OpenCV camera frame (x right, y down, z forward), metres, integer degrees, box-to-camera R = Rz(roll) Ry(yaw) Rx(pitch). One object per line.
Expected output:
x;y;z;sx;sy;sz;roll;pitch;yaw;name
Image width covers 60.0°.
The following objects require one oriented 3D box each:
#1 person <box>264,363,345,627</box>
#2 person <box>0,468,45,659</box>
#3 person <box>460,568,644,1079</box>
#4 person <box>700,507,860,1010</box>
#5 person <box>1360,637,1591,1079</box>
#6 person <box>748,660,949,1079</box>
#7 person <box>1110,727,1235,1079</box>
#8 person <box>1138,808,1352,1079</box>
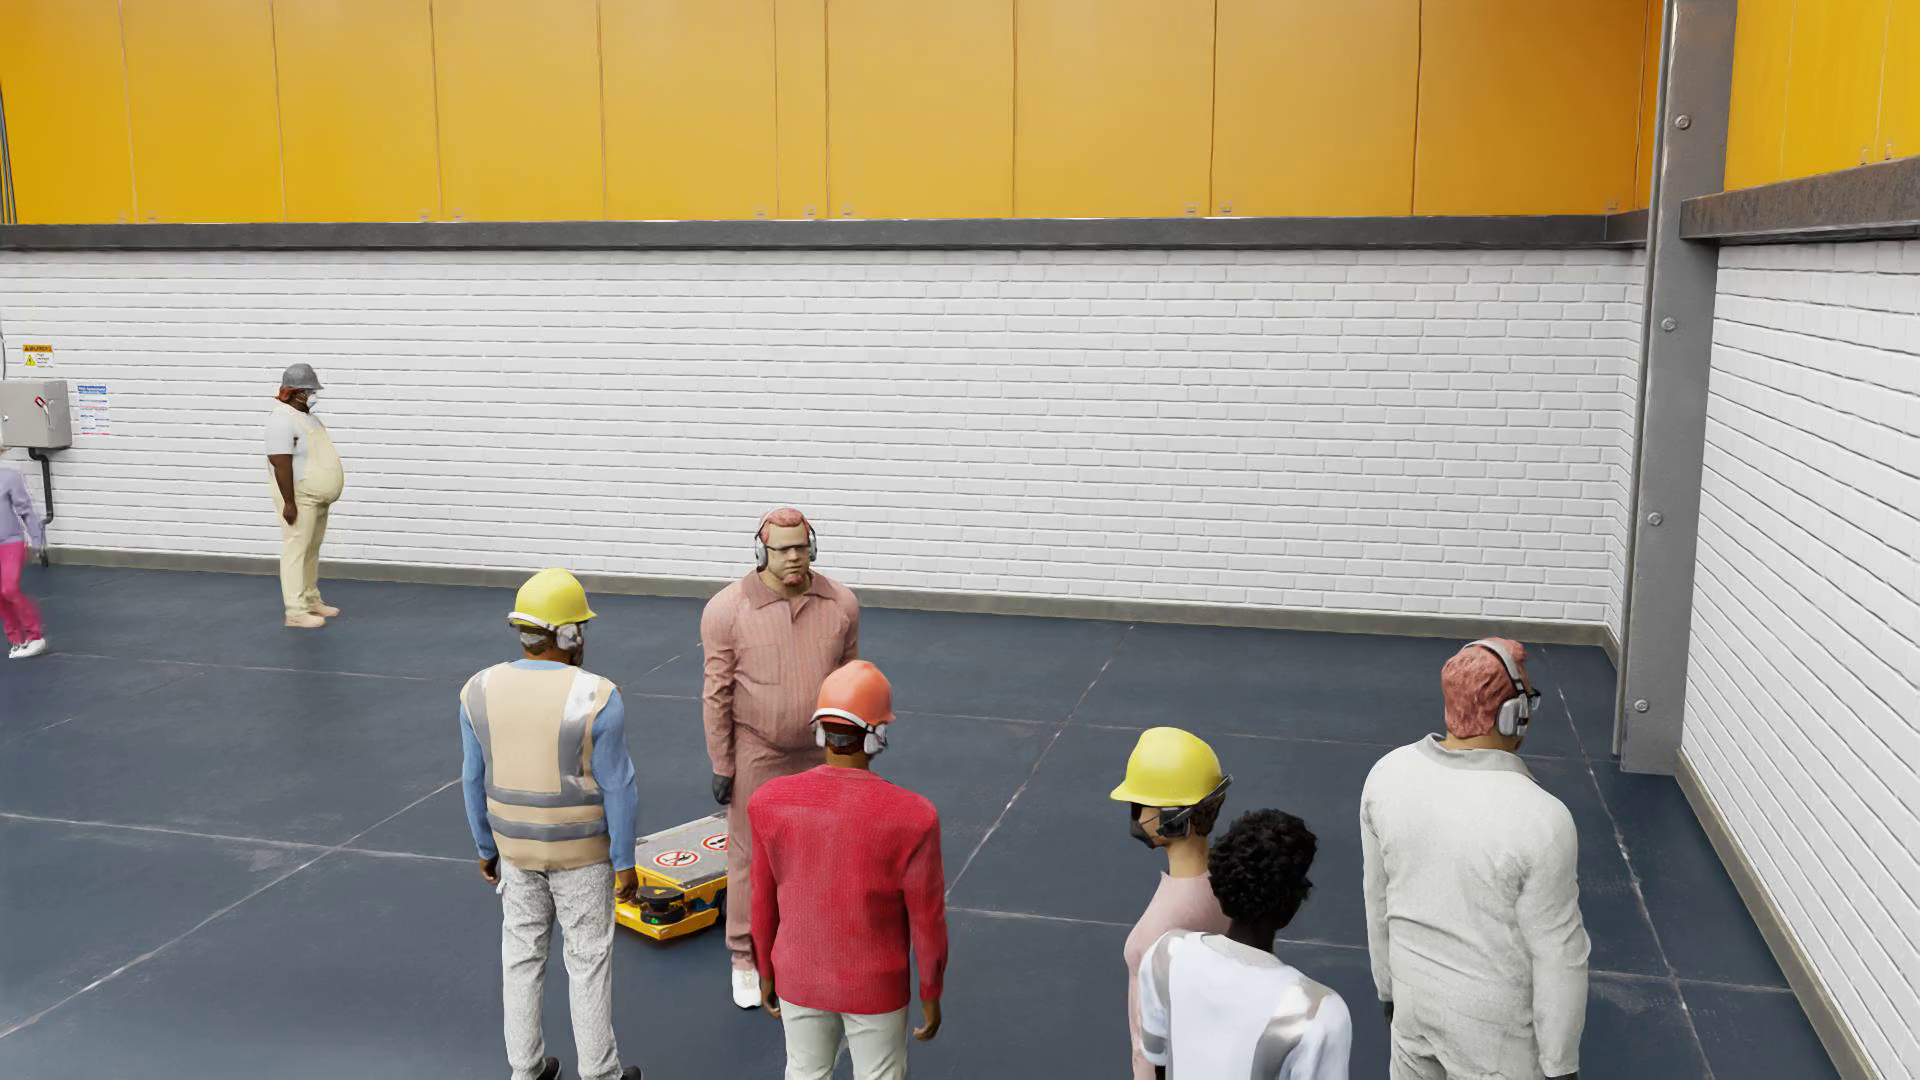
-5.049;-0.359;12.887;0.536;2.000;0.688;0;10;-2;person
-6.777;0.062;11.722;0.578;1.594;0.389;0;10;-2;person
-1.329;0.999;5.509;0.602;1.828;0.404;3;10;15;person
-0.653;0.817;6.356;0.642;1.909;0.399;-5;11;-26;person
1.303;1.184;4.188;0.411;1.911;0.643;-6;11;-32;person
-0.301;1.195;4.630;0.573;1.739;0.355;3;10;15;person
0.509;1.303;3.933;0.341;1.760;0.525;4;11;25;person
0.600;1.400;3.566;0.319;1.691;0.540;-9;13;-42;person
